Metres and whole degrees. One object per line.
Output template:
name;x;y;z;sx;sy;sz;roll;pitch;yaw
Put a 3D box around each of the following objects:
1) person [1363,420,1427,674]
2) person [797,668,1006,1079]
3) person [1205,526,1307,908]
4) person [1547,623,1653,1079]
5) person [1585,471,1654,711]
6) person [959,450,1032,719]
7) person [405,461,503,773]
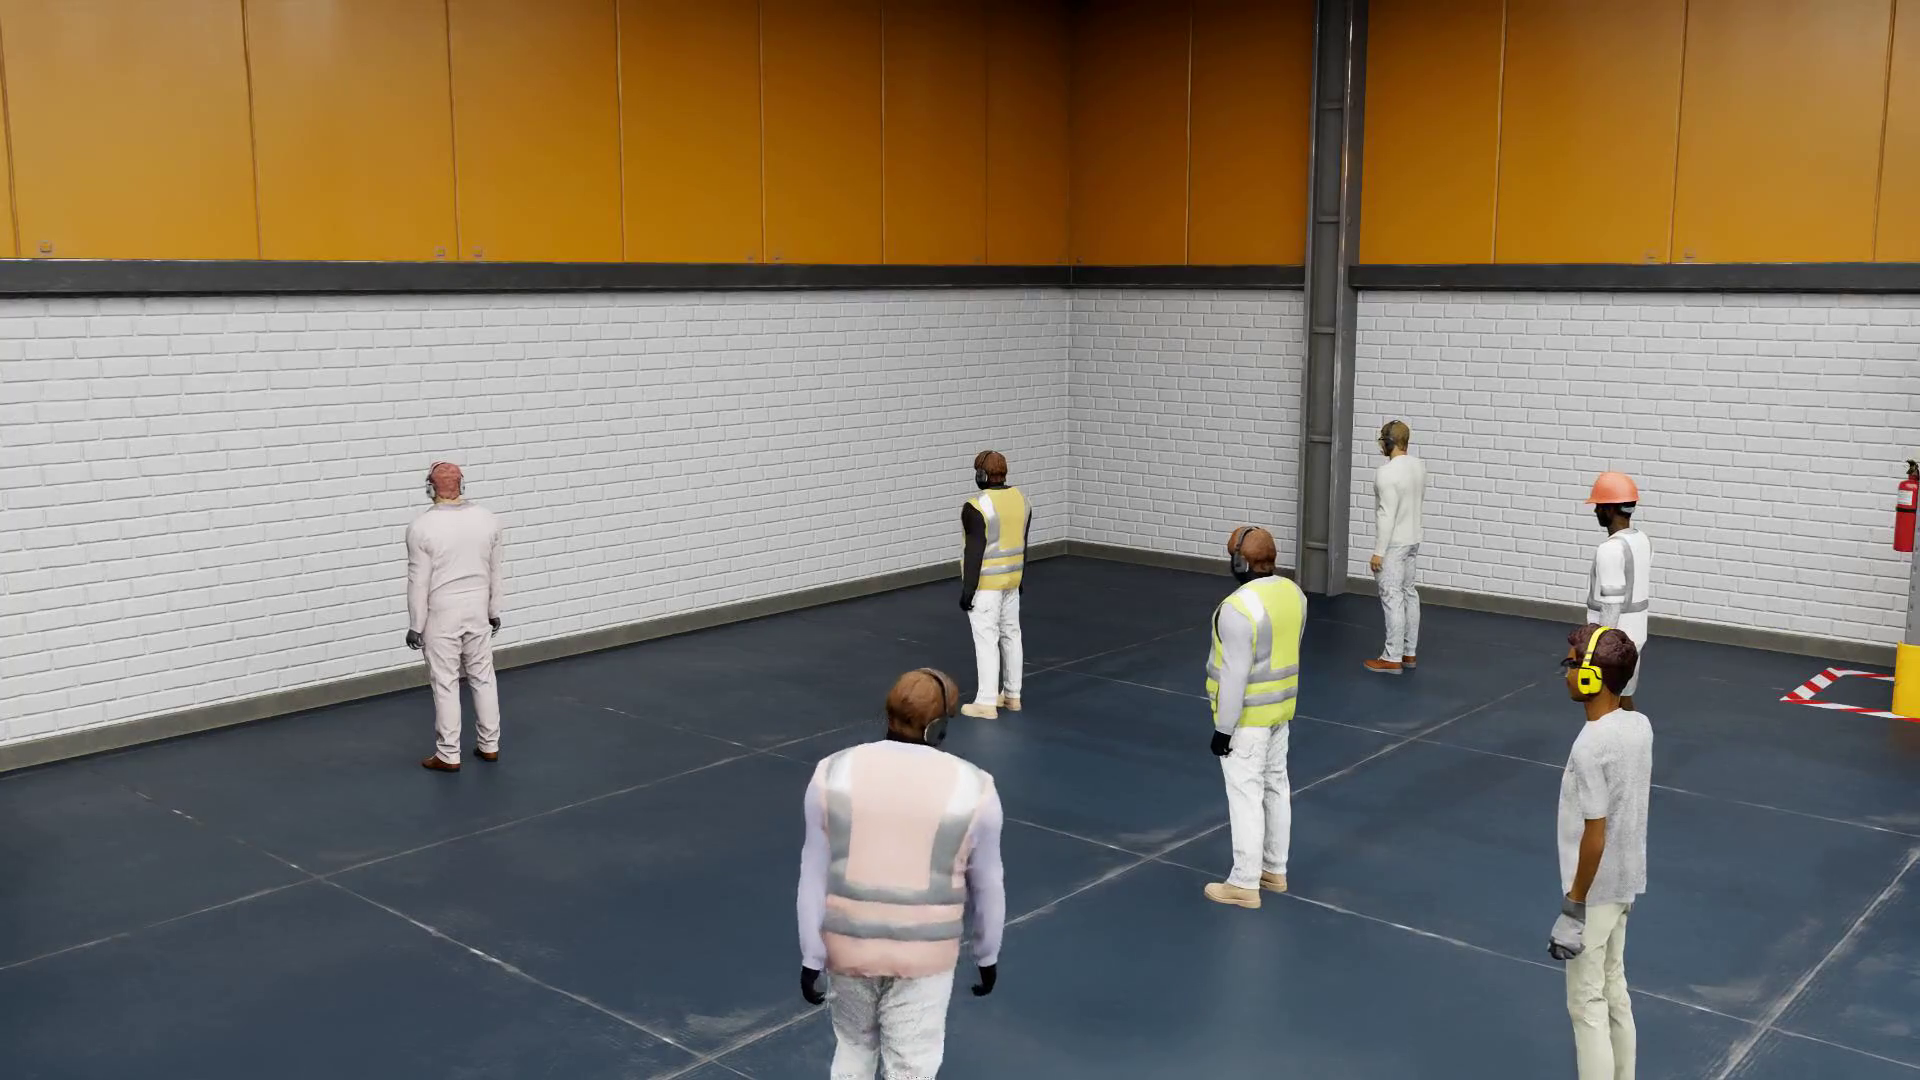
person;3.334;0.052;12.715;0.352;1.936;0.635;8;12;40
person;-0.181;1.311;5.245;0.637;1.802;0.513;1;9;6
person;1.405;0.844;8.046;0.429;1.839;0.633;8;12;40
person;2.162;1.208;5.671;0.310;1.868;0.533;8;12;40
person;3.688;0.573;9.449;0.376;1.932;0.551;8;12;40
person;0.215;0.301;11.450;0.429;1.841;0.633;8;12;40
person;-3.120;0.465;10.226;0.402;1.904;0.651;8;12;40
